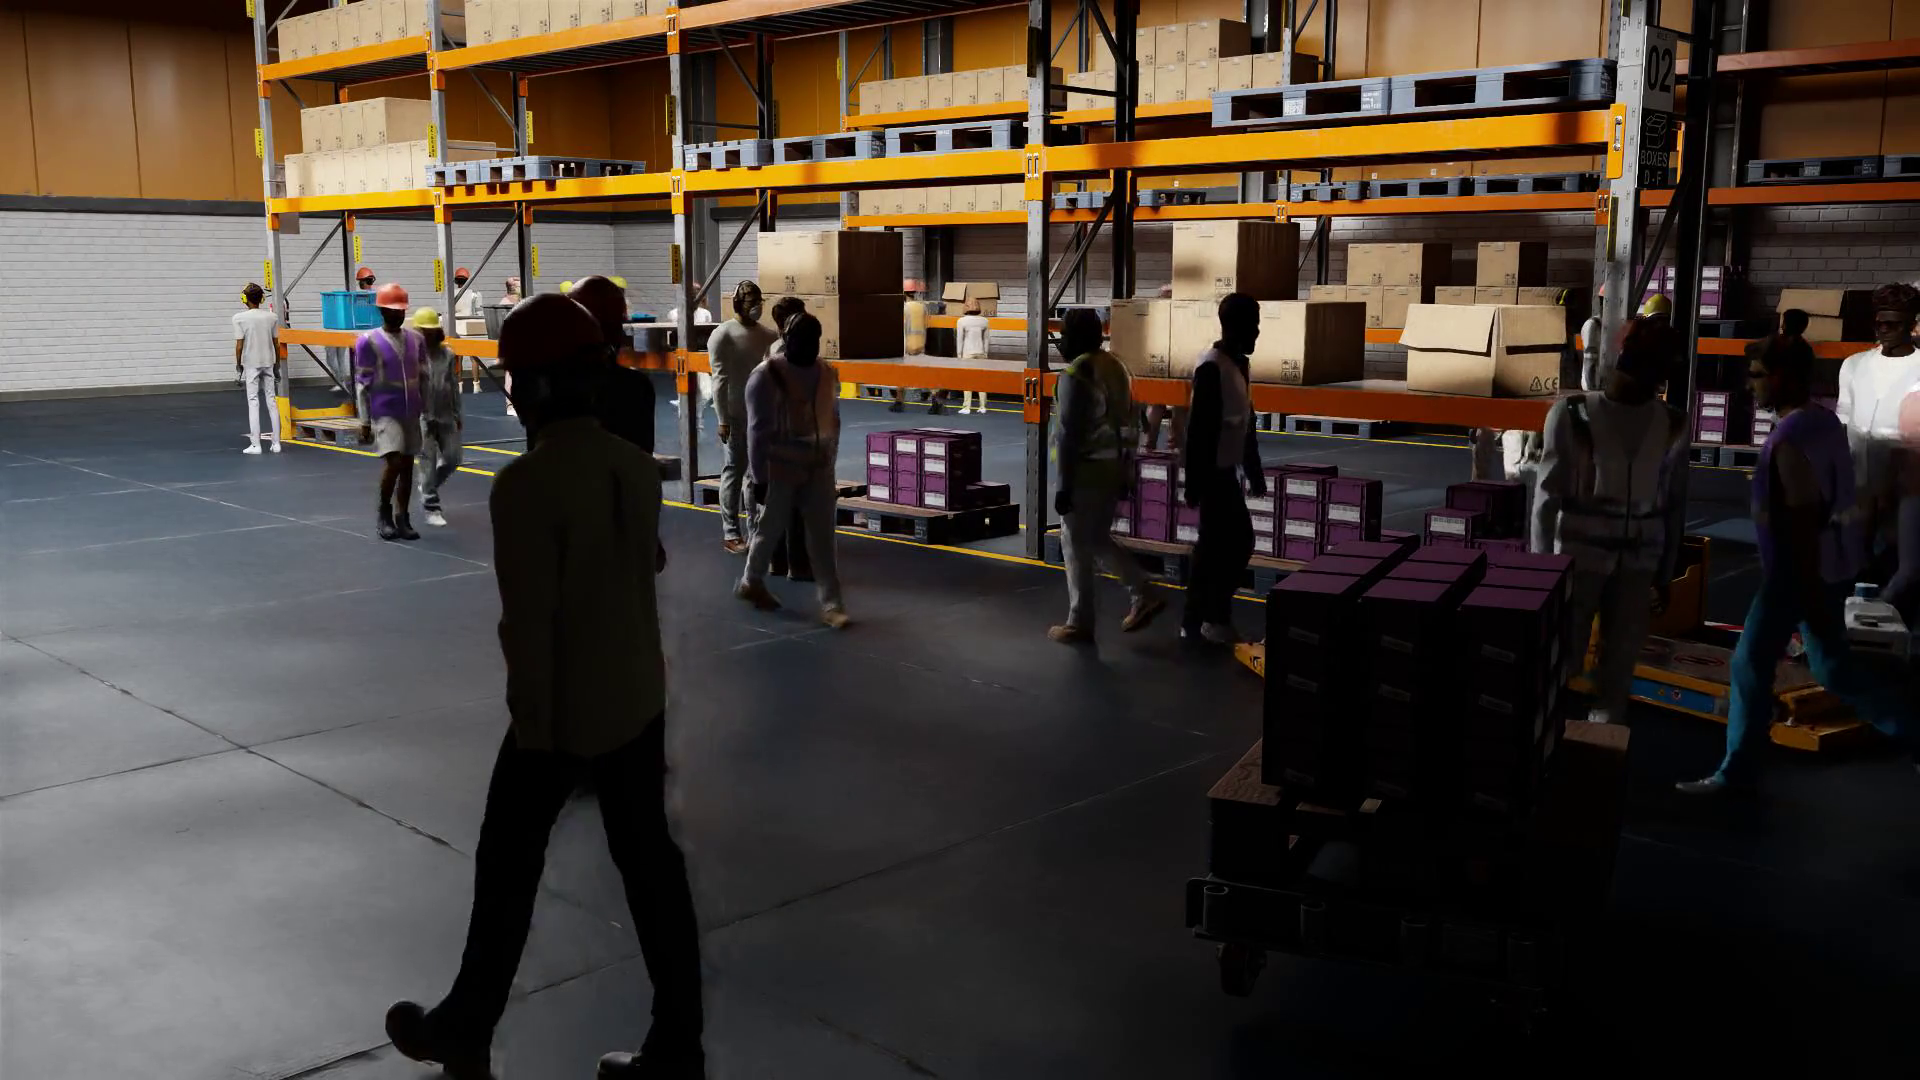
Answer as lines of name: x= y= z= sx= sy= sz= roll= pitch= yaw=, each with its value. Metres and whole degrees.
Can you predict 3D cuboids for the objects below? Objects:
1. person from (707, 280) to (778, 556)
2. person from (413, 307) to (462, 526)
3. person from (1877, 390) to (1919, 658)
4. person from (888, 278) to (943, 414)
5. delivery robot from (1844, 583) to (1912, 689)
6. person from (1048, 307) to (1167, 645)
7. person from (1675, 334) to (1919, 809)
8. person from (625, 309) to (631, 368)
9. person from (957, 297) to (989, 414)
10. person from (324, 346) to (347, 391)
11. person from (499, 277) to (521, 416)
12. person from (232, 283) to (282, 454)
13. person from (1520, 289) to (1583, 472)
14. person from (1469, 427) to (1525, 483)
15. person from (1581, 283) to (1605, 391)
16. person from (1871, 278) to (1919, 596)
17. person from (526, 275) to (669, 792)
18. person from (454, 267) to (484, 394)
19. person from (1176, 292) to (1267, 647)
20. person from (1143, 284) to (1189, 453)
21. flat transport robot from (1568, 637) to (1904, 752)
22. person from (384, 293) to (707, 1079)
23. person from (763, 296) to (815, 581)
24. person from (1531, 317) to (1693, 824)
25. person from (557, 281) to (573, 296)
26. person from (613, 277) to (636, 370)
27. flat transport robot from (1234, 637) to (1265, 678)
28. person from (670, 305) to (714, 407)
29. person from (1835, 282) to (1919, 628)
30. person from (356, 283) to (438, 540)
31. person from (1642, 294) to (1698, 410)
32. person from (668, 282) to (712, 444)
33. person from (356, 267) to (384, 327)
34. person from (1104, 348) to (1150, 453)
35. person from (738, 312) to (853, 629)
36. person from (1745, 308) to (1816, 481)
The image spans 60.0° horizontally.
person: x=-1.503 y=-0.869 z=11.852 sx=0.372 sy=1.940 sz=0.632 roll=7 pitch=12 yaw=36
person: x=-4.217 y=-0.984 z=13.195 sx=0.486 sy=1.727 sz=0.492 roll=9 pitch=13 yaw=43
person: x=4.849 y=-0.171 z=8.187 sx=0.551 sy=1.730 sz=0.413 roll=2 pitch=9 yaw=12
person: x=-0.624 y=-2.691 z=23.179 sx=0.554 sy=1.901 sz=0.975 roll=-8 pitch=13 yaw=-42
delivery robot: x=4.205 y=0.443 z=7.750 sx=0.477 sy=0.478 sz=0.707 roll=4 pitch=10 yaw=24
person: x=0.759 y=-0.333 z=8.925 sx=0.559 sy=1.818 sz=0.669 roll=5 pitch=11 yaw=30
person: x=3.202 y=0.149 z=6.099 sx=0.899 sy=1.803 sz=0.578 roll=7 pitch=12 yaw=38
person: x=-6.001 y=-3.591 z=29.058 sx=0.533 sy=1.772 sz=0.298 roll=-2 pitch=9 yaw=-11
person: x=0.187 y=-2.576 z=23.282 sx=0.493 sy=1.626 sz=0.286 roll=-5 pitch=10 yaw=-26
person: x=-10.349 y=-3.274 z=27.546 sx=0.315 sy=1.634 sz=0.505 roll=4 pitch=10 yaw=24
person: x=-6.113 y=-2.669 z=22.970 sx=0.410 sy=1.913 sz=0.651 roll=0 pitch=9 yaw=3
person: x=-7.698 y=-1.875 z=18.230 sx=0.328 sy=1.872 sz=0.514 roll=9 pitch=13 yaw=44
person: x=5.979 y=-1.544 z=16.340 sx=0.953 sy=1.820 sz=0.543 roll=7 pitch=12 yaw=37
person: x=4.252 y=-0.905 z=13.131 sx=0.522 sy=1.582 sz=0.899 roll=0 pitch=9 yaw=-3
person: x=5.780 y=-1.364 z=14.920 sx=0.372 sy=1.928 sz=0.543 roll=9 pitch=13 yaw=43
person: x=5.092 y=-0.440 z=8.910 sx=0.694 sy=2.000 sz=0.673 roll=-6 pitch=11 yaw=-32
person: x=-1.414 y=-0.032 z=6.551 sx=0.377 sy=1.995 sz=0.608 roll=7 pitch=12 yaw=39
person: x=-8.035 y=-3.387 z=26.973 sx=0.611 sy=2.043 sz=0.374 roll=-3 pitch=10 yaw=-18
person: x=1.450 y=-0.369 z=8.902 sx=0.603 sy=1.895 sz=0.625 roll=4 pitch=10 yaw=25
person: x=2.143 y=-1.735 z=17.385 sx=0.663 sy=1.867 sz=0.594 roll=-9 pitch=13 yaw=-42
flat transport robot: x=3.444 y=0.659 z=7.585 sx=0.652 sy=0.197 sz=1.431 roll=-5 pitch=11 yaw=-30
person: x=-1.014 y=0.389 z=4.064 sx=0.954 sy=1.949 sz=0.658 roll=4 pitch=10 yaw=25
person: x=-1.090 y=-0.657 z=10.836 sx=0.345 sy=1.847 sz=0.506 roll=-6 pitch=11 yaw=-34
person: x=2.428 y=0.089 z=6.282 sx=0.606 sy=1.852 sz=0.667 roll=0 pitch=9 yaw=0
person: x=-6.016 y=-3.047 z=25.531 sx=0.404 sy=1.830 sz=0.600 roll=-2 pitch=9 yaw=-12
person: x=-5.682 y=-3.449 z=27.849 sx=0.613 sy=1.871 sz=0.974 roll=5 pitch=11 yaw=30
flat transport robot: x=2.157 y=0.544 z=8.288 sx=1.431 sy=0.197 sz=0.652 roll=-2 pitch=9 yaw=-9
person: x=-3.800 y=-2.708 z=24.187 sx=0.837 sy=1.588 sz=0.506 roll=-4 pitch=10 yaw=-24
person: x=4.686 y=-0.319 z=8.423 sx=0.371 sy=1.957 sz=0.605 roll=-6 pitch=11 yaw=-31
person: x=-4.165 y=-0.939 z=12.359 sx=0.422 sy=1.922 sz=0.542 roll=8 pitch=12 yaw=40
person: x=5.243 y=-0.938 z=12.599 sx=0.597 sy=1.831 sz=0.403 roll=1 pitch=9 yaw=3
person: x=-3.094 y=-2.032 z=19.193 sx=0.573 sy=1.867 sz=0.417 roll=-6 pitch=11 yaw=-33
person: x=-9.229 y=-3.221 z=25.955 sx=0.391 sy=2.041 sz=0.615 roll=3 pitch=10 yaw=19
person: x=1.310 y=-0.981 z=13.453 sx=0.514 sy=1.641 sz=0.309 roll=-6 pitch=11 yaw=-33
person: x=-0.973 y=-0.414 z=9.575 sx=0.658 sy=1.795 sz=0.951 roll=-6 pitch=11 yaw=-34
person: x=7.776 y=-1.316 z=15.457 sx=0.536 sy=1.668 sz=0.823 roll=-8 pitch=12 yaw=-39
